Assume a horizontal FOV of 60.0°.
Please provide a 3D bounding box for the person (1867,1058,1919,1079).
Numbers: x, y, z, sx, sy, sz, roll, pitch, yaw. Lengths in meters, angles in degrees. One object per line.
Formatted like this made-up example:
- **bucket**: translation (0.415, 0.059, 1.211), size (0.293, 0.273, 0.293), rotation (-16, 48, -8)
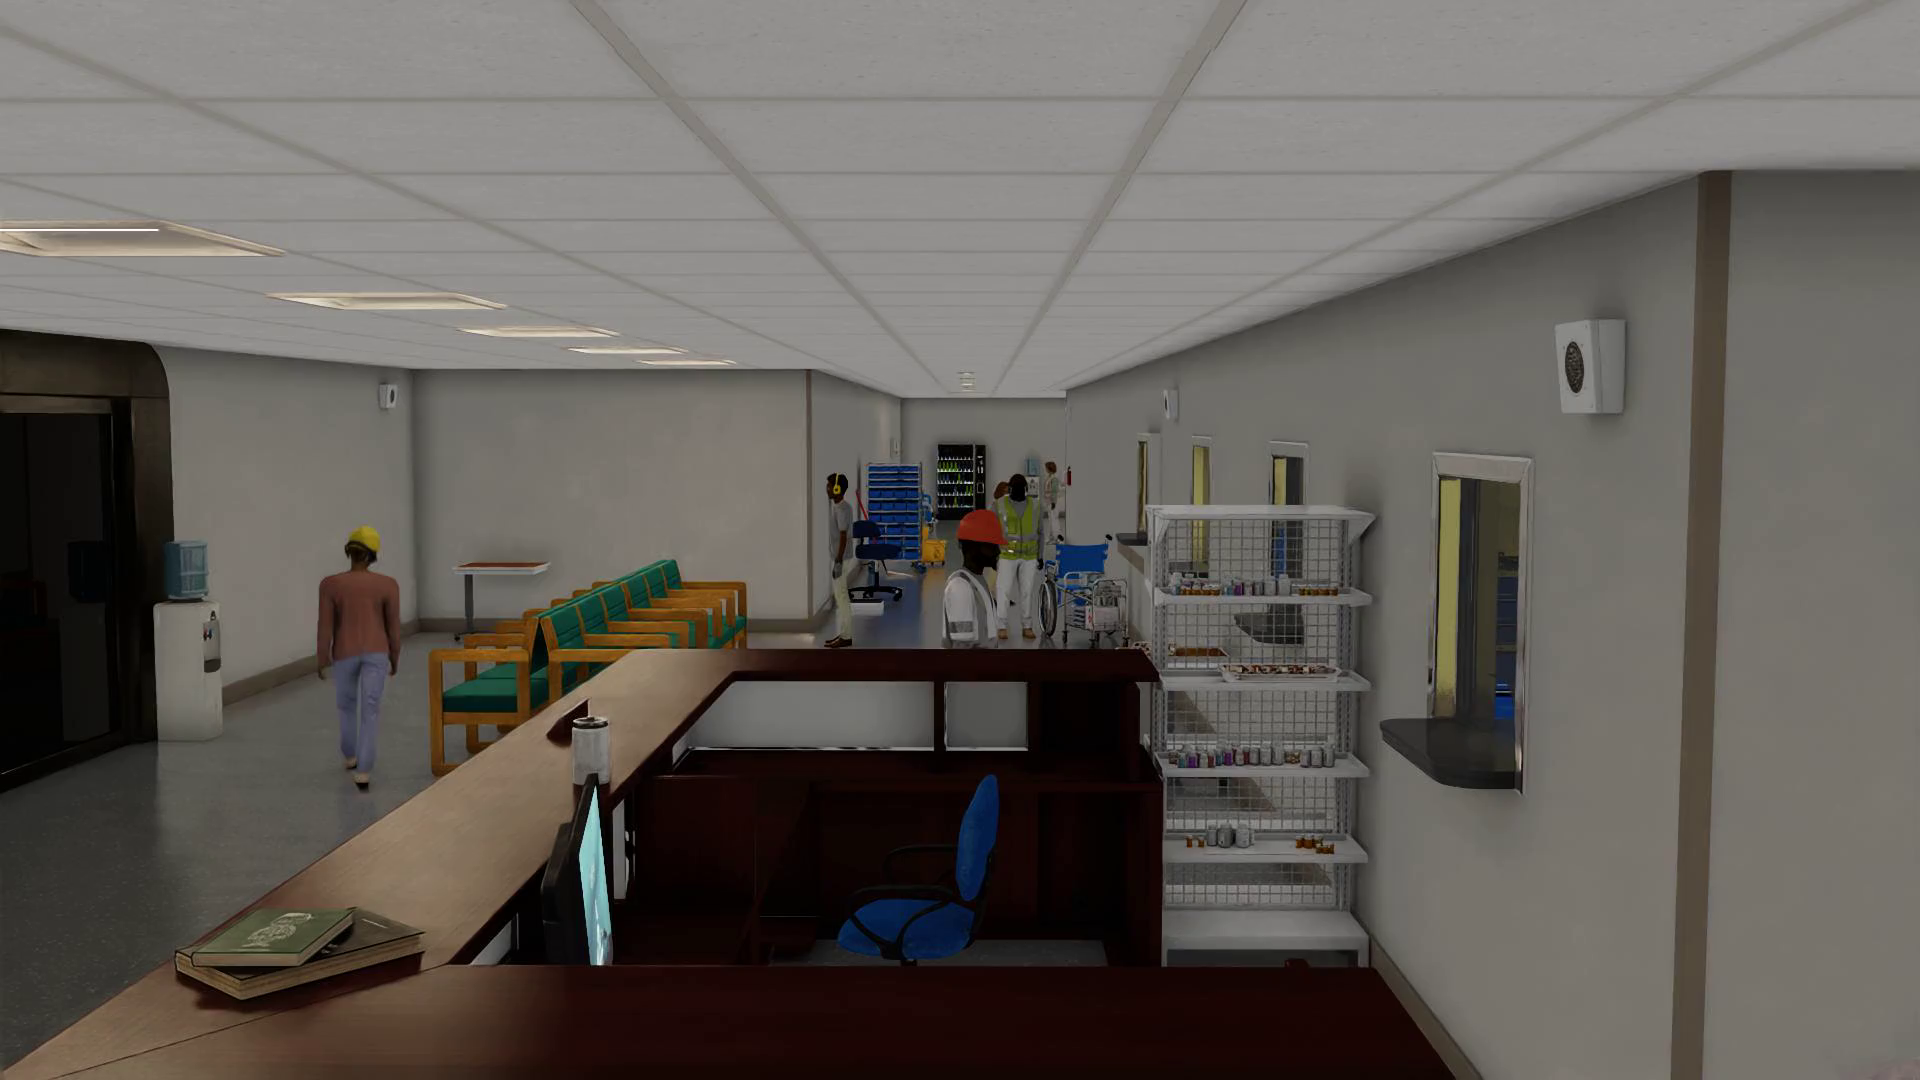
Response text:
- **person**: translation (1.349, 1.352, 2.096), size (1.054, 1.848, 0.659), rotation (-1, 4, -7)

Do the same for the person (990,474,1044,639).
- **person**: translation (0.641, 0.184, 18.479), size (0.625, 1.843, 0.430), rotation (-1, 4, -10)

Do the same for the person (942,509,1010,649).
- **person**: translation (0.090, 0.794, 9.276), size (0.377, 1.932, 0.552), rotation (1, 4, 9)

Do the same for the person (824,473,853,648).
- **person**: translation (-1.299, 0.221, 17.760), size (0.315, 1.870, 0.533), rotation (0, 4, 0)

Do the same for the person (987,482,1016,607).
- **person**: translation (0.552, 0.053, 21.765), size (0.507, 1.631, 0.271), rotation (-4, 5, -42)

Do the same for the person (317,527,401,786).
- **person**: translation (-4.047, 0.765, 11.222), size (0.530, 1.703, 0.926), rotation (-1, 4, -17)

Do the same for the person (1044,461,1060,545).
- **person**: translation (1.807, -0.722, 32.614), size (0.315, 1.636, 0.514), rotation (-1, 4, -9)
